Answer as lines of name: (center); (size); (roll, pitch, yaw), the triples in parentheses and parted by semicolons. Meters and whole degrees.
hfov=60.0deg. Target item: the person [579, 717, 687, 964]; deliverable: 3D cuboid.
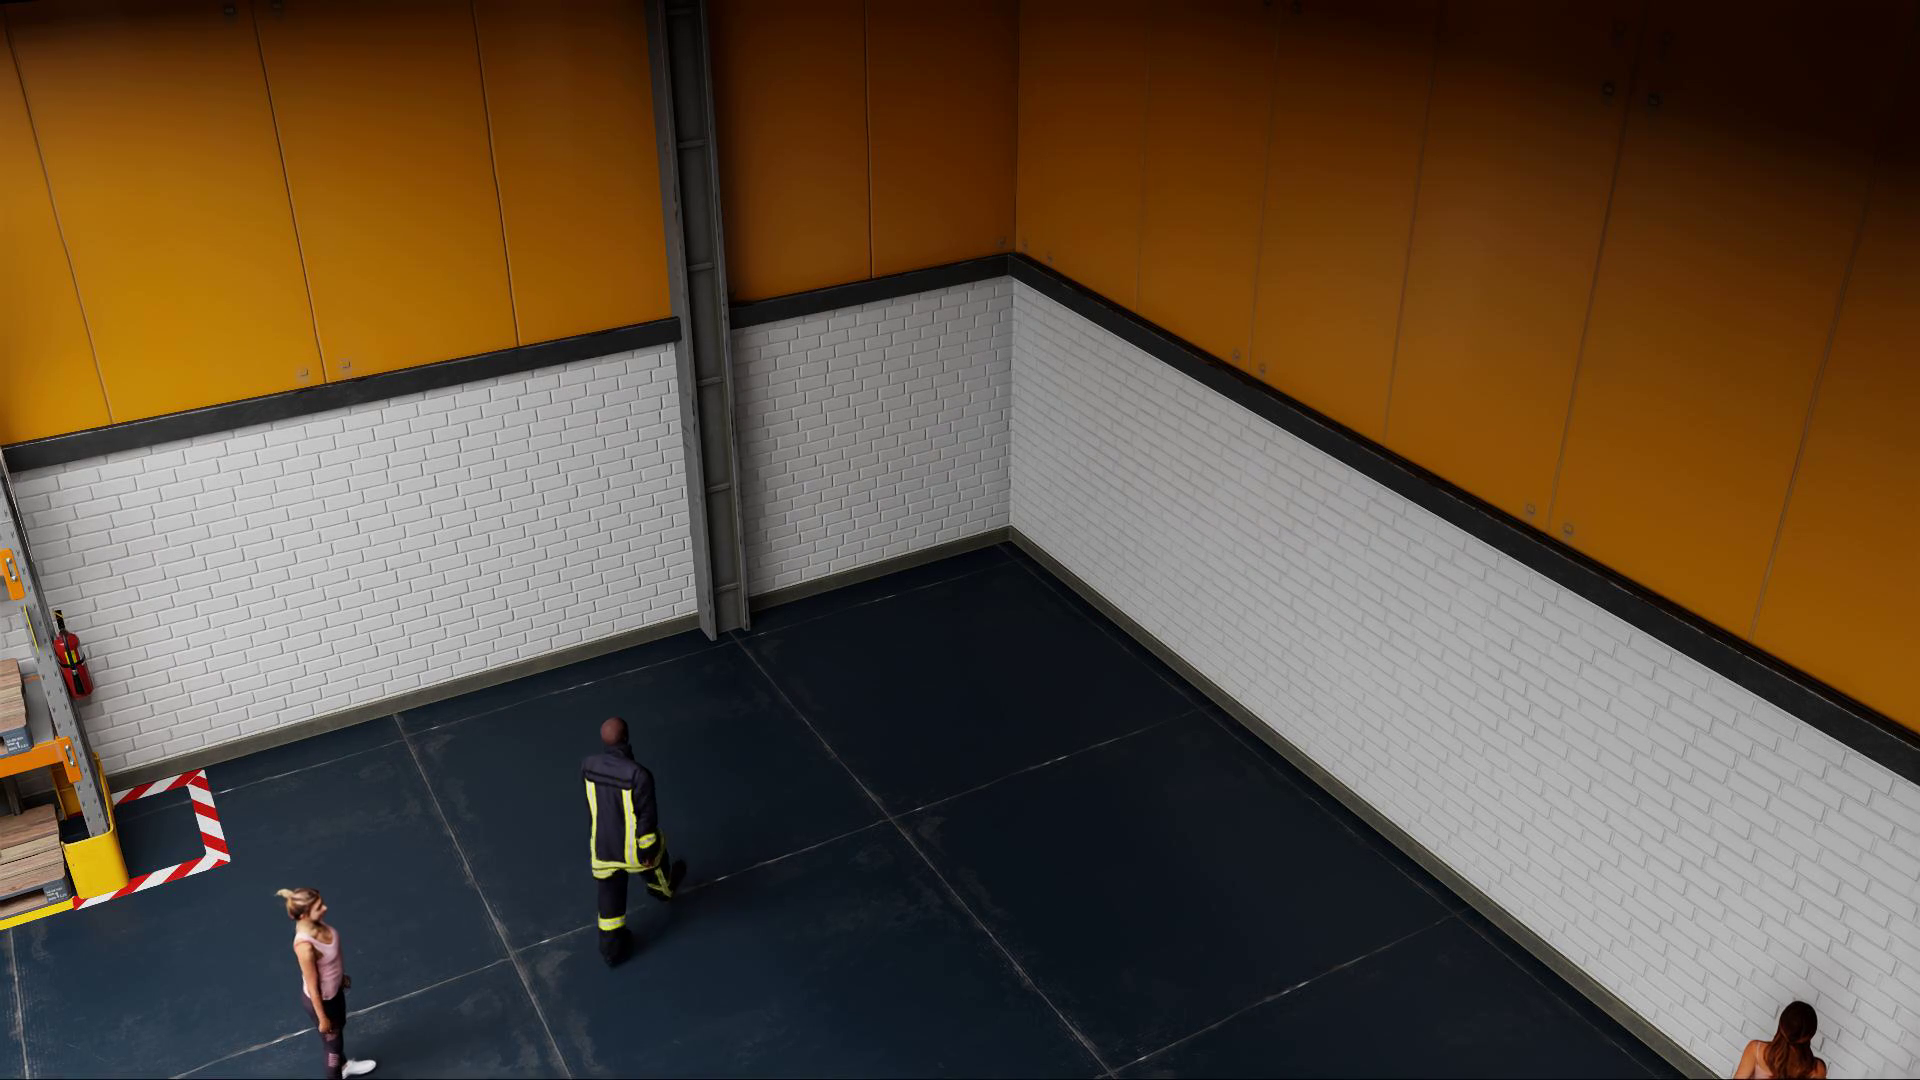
person: (-2.314, 2.047, 11.264); (1.217, 1.778, 1.307); (9, 30, 16)

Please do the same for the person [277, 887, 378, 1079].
person: (-3.881, 2.748, 10.110); (0.617, 1.653, 0.633); (-7, 29, -13)

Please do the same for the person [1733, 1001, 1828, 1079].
person: (4.367, 3.218, 9.061); (0.665, 1.832, 0.683); (13, 31, 23)
